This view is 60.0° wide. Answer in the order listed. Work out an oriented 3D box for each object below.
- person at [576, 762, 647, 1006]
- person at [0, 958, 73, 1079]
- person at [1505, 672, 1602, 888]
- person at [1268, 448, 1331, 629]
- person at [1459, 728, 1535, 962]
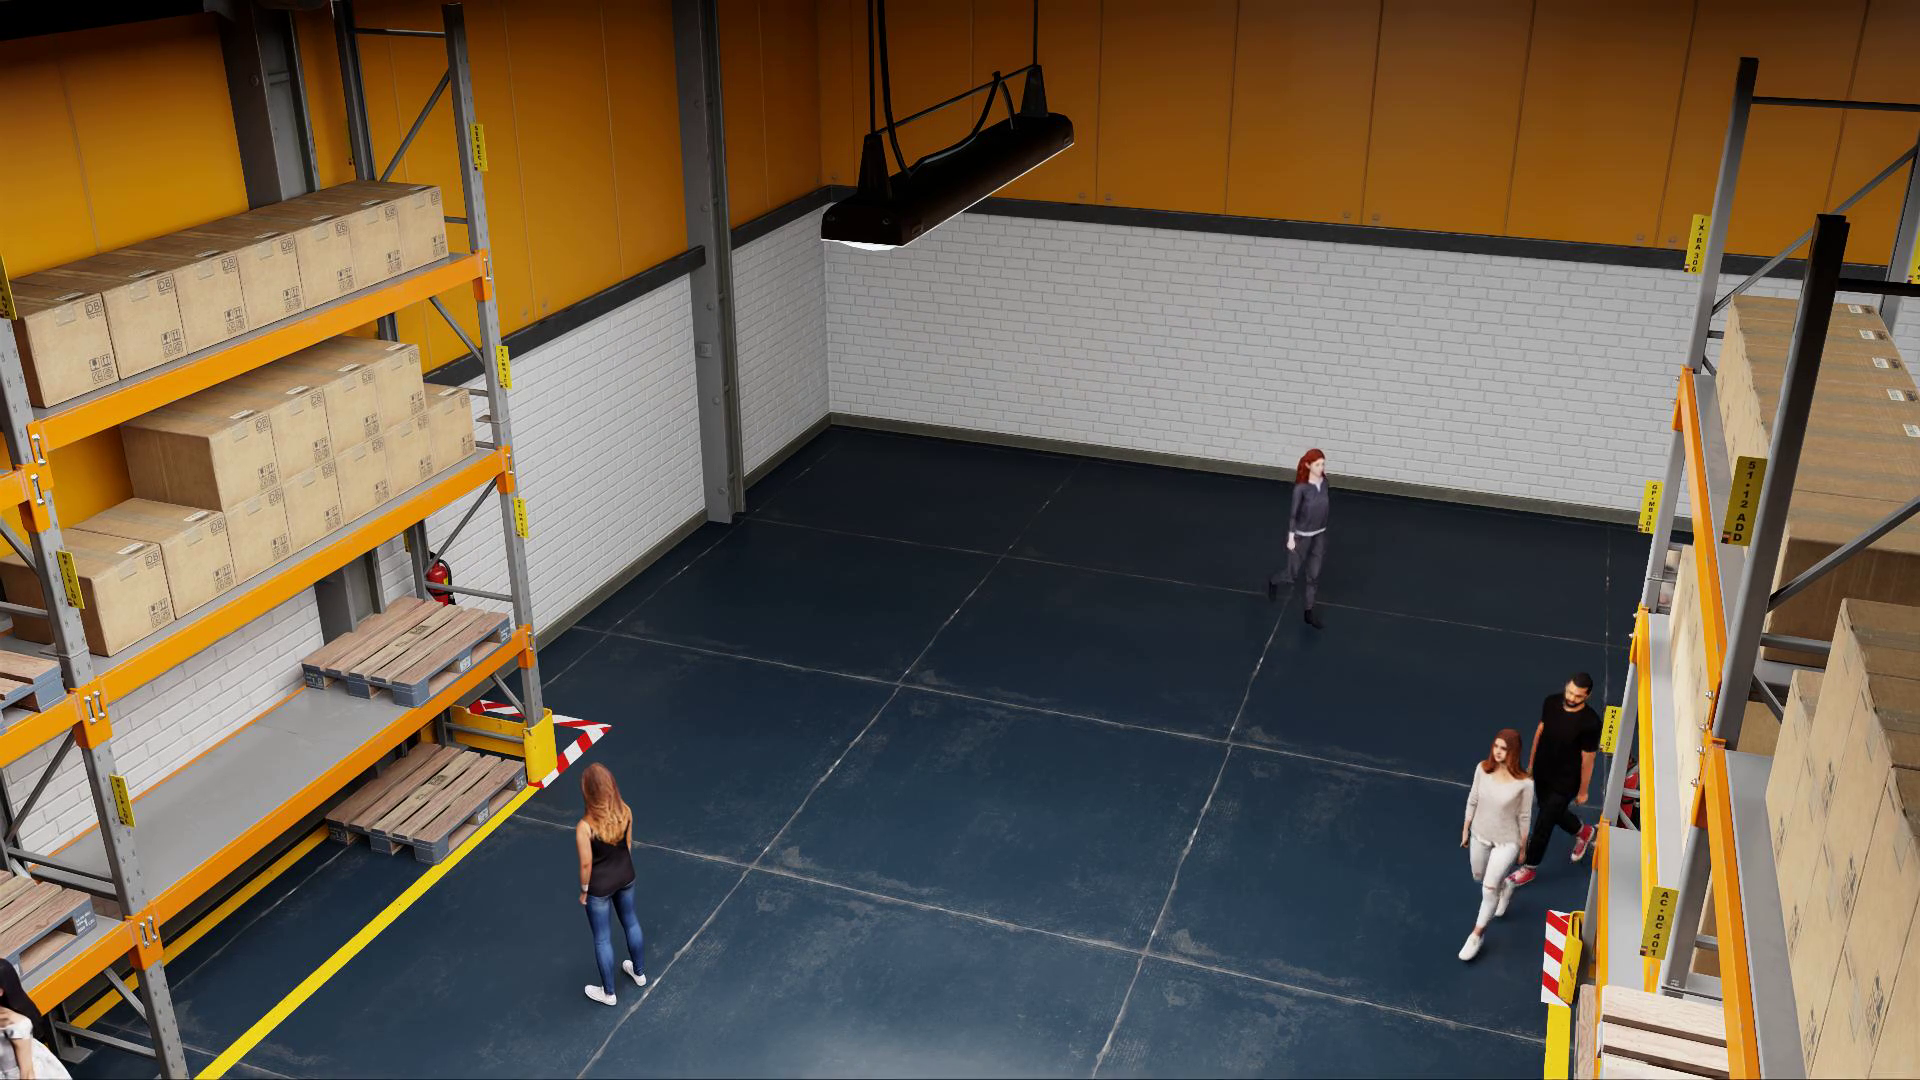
[{"bbox_3d":[-2.264,2.205,10.726,0.713,1.722,0.573,19,30,36],"label":"person"},{"bbox_3d":[-4.977,2.969,8.920,0.805,1.769,0.778,-18,29,-35],"label":"person"},{"bbox_3d":[4.350,1.675,11.936,1.171,1.725,1.085,-11,26,-24],"label":"person"},{"bbox_3d":[3.259,-0.049,15.827,0.941,1.766,0.975,-13,27,-27],"label":"person"},{"bbox_3d":[3.665,1.995,11.257,0.853,1.682,1.089,21,31,40],"label":"person"}]
